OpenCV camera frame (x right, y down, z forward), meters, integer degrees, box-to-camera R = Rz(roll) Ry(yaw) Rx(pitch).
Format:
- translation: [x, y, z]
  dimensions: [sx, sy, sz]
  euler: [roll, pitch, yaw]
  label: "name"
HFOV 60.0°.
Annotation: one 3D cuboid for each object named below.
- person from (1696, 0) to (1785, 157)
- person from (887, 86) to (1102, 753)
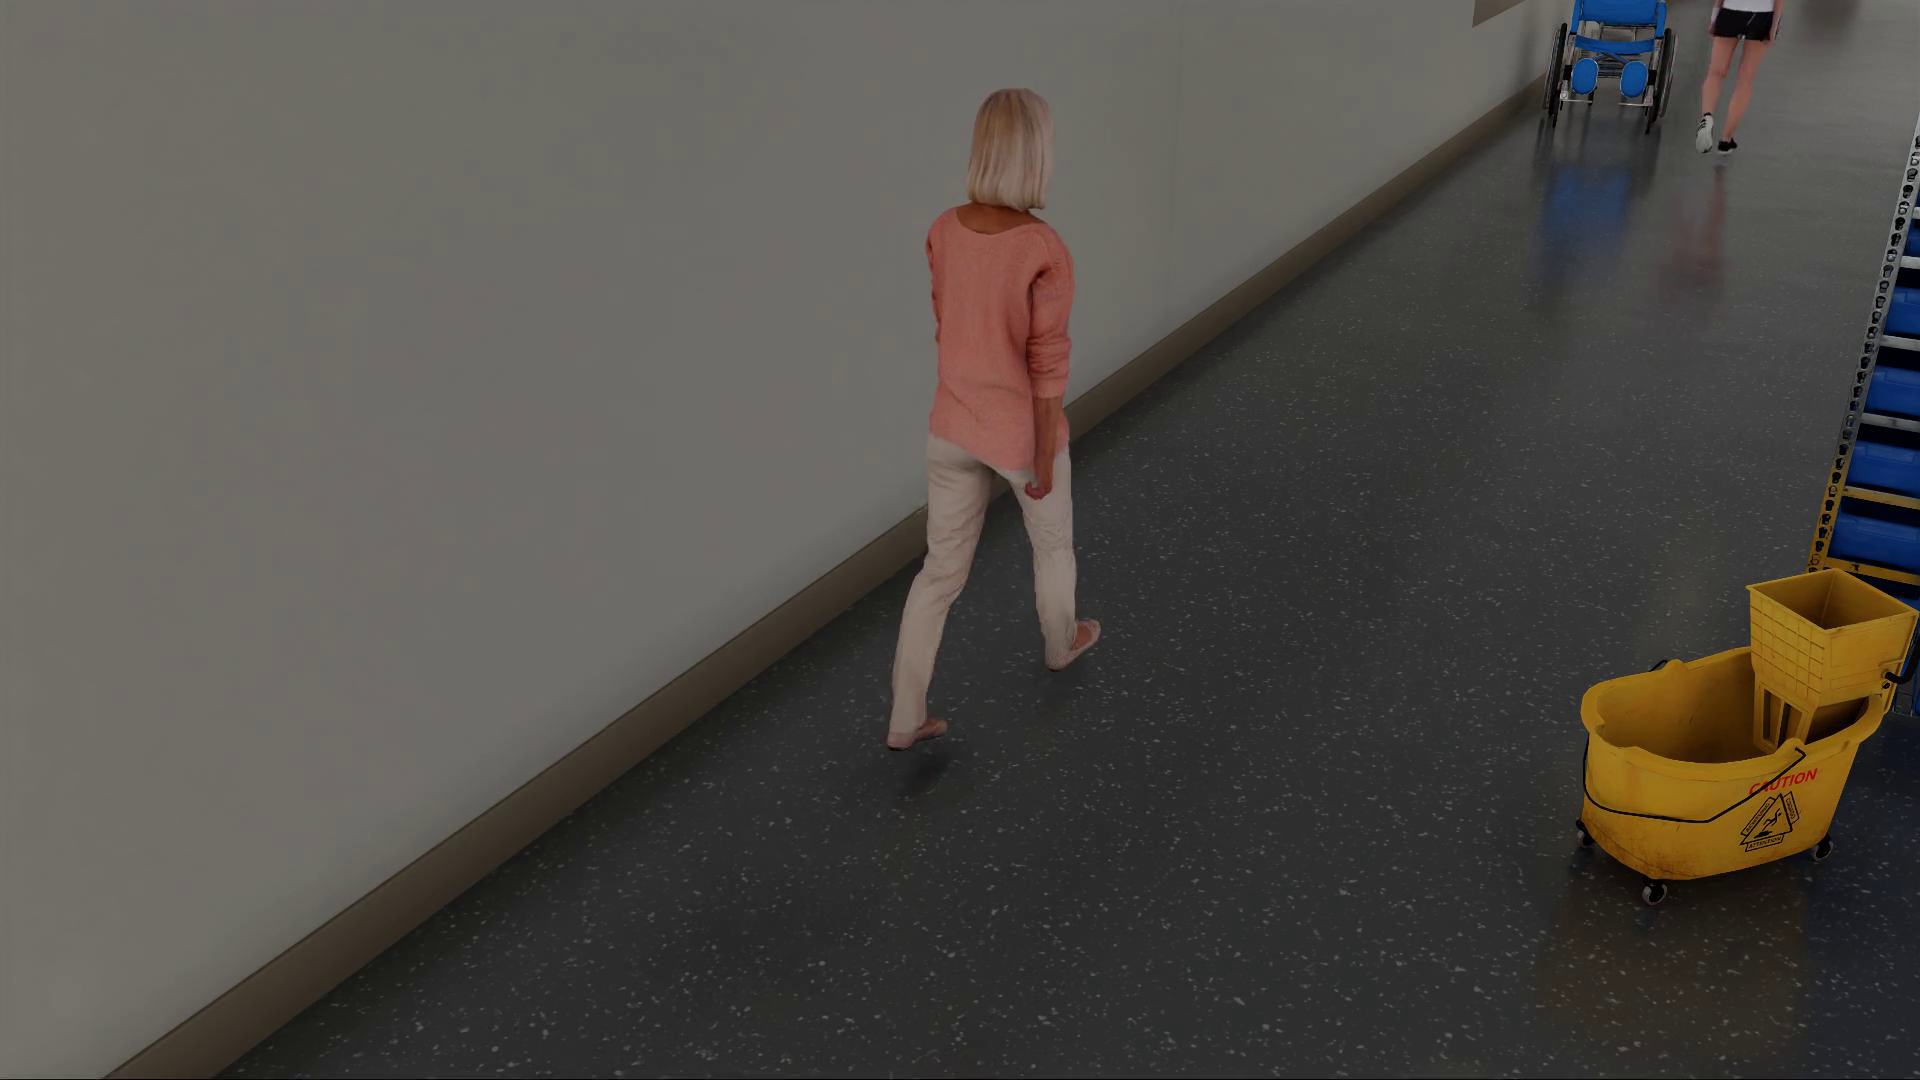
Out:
- translation: [4.865, -3.224, 10.351]
  dimensions: [0.924, 1.735, 0.679]
  euler: [17, 31, 32]
  label: "person"
- translation: [0.036, -0.236, 4.218]
  dimensions: [1.087, 1.679, 0.706]
  euler: [16, 30, 30]
  label: "person"
